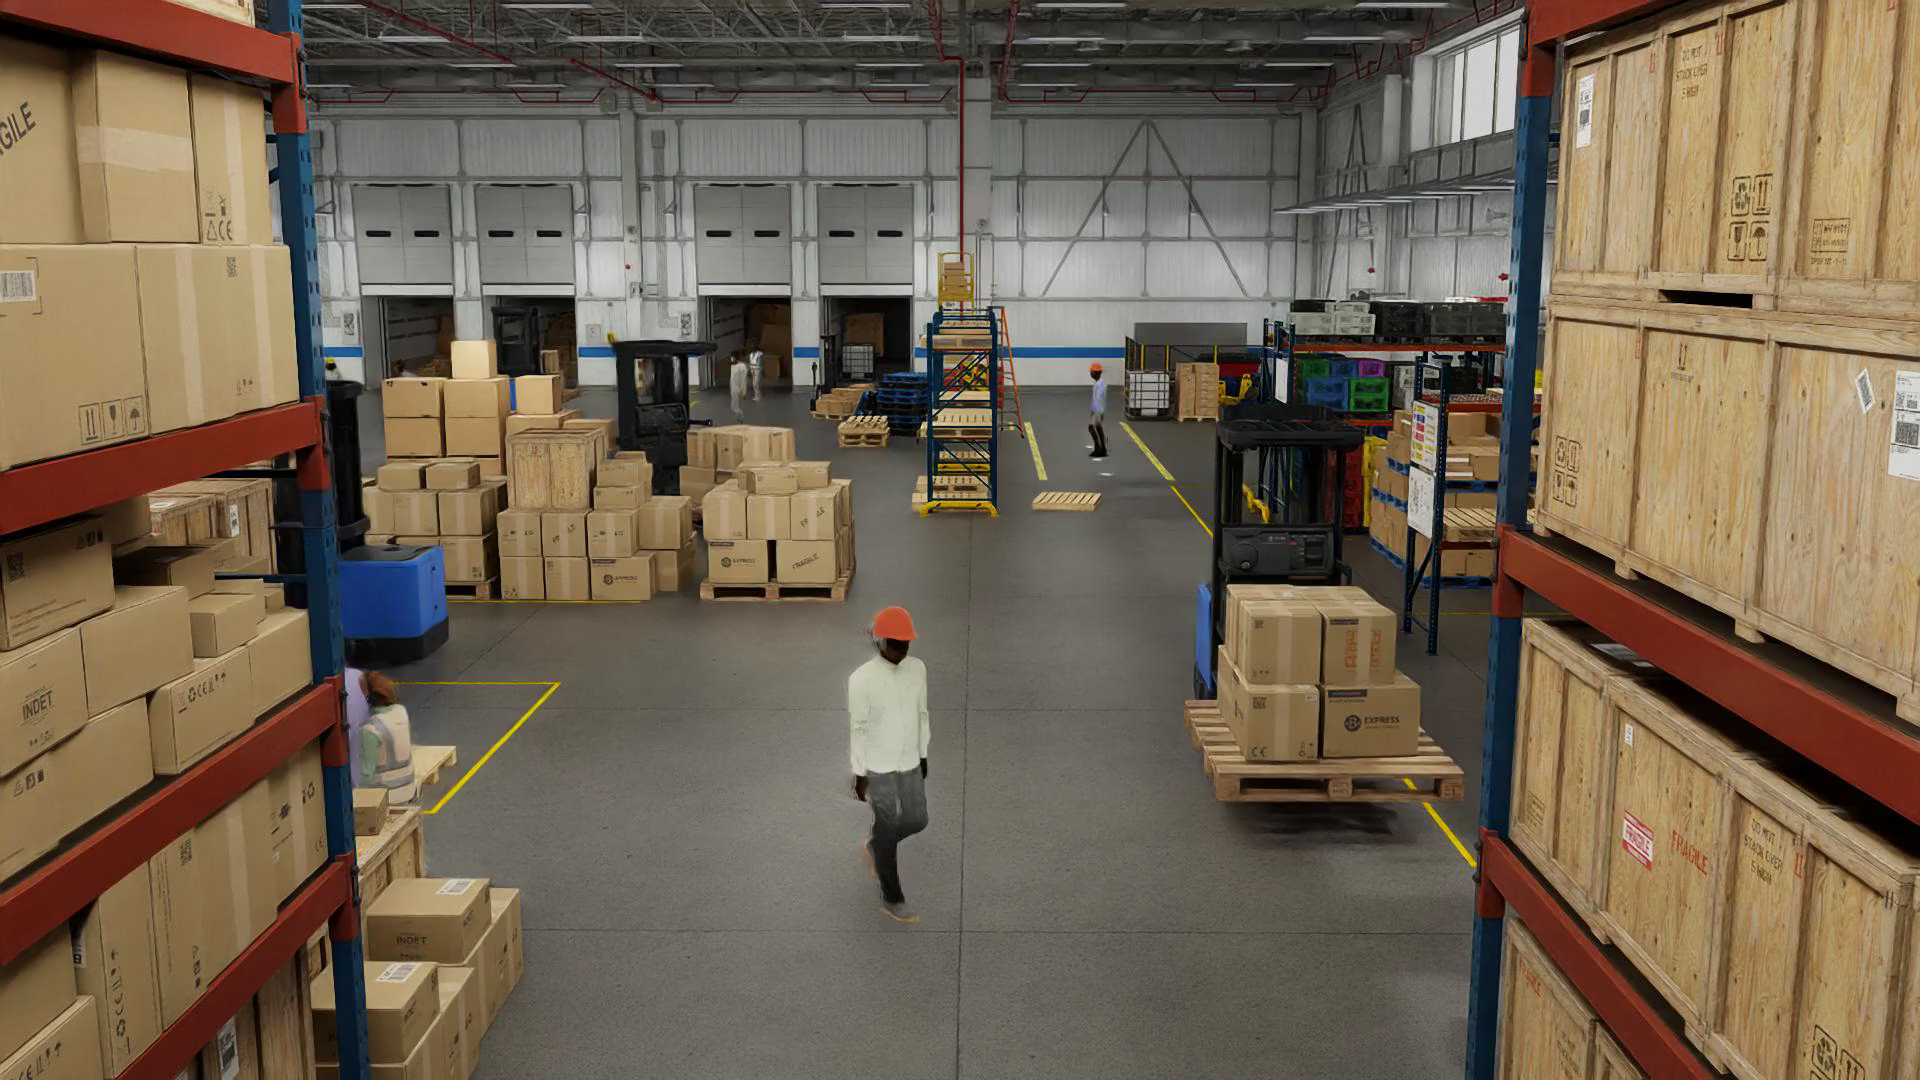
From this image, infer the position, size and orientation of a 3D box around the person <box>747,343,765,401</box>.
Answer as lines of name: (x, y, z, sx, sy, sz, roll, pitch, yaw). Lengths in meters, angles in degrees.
person: (-5.723, -4.654, 46.191, 0.539, 1.614, 0.605, 8, 13, 39)

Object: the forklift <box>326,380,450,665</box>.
forklift: (-6.312, -0.202, 16.865, 1.873, 2.768, 1.129, 0, 10, 0)

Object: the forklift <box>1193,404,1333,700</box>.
forklift: (2.696, 0.214, 14.468, 1.129, 2.768, 1.873, 0, 10, 1)

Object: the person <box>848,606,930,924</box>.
person: (-0.460, 1.367, 10.418, 0.630, 1.977, 0.635, -8, 13, -40)

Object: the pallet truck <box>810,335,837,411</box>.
pallet truck: (-3.021, -4.312, 43.126, 1.885, 1.965, 0.823, 3, 10, 17)

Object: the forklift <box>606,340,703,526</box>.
forklift: (-4.685, -1.580, 24.820, 1.873, 2.768, 1.129, 8, 12, 37)

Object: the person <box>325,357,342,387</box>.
person: (-14.738, -3.458, 39.030, 0.495, 1.713, 0.837, -6, 11, -30)

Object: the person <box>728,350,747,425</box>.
person: (-5.082, -3.349, 37.788, 0.454, 1.918, 0.651, -6, 12, -32)

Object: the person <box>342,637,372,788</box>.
person: (-3.647, 1.464, 10.015, 0.650, 1.925, 0.632, 1, 10, 7)

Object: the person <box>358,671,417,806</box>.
person: (-3.528, 1.581, 10.204, 0.505, 1.611, 0.578, 1, 10, 8)

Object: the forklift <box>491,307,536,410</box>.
forklift: (-10.749, -4.230, 40.109, 1.129, 2.768, 1.873, 0, 10, 1)

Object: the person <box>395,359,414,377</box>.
person: (-11.552, -2.822, 34.721, 0.517, 1.928, 0.651, 1, 10, 4)

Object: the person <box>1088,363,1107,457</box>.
person: (2.747, -2.617, 33.575, 0.574, 1.913, 0.567, -1, 10, -4)
